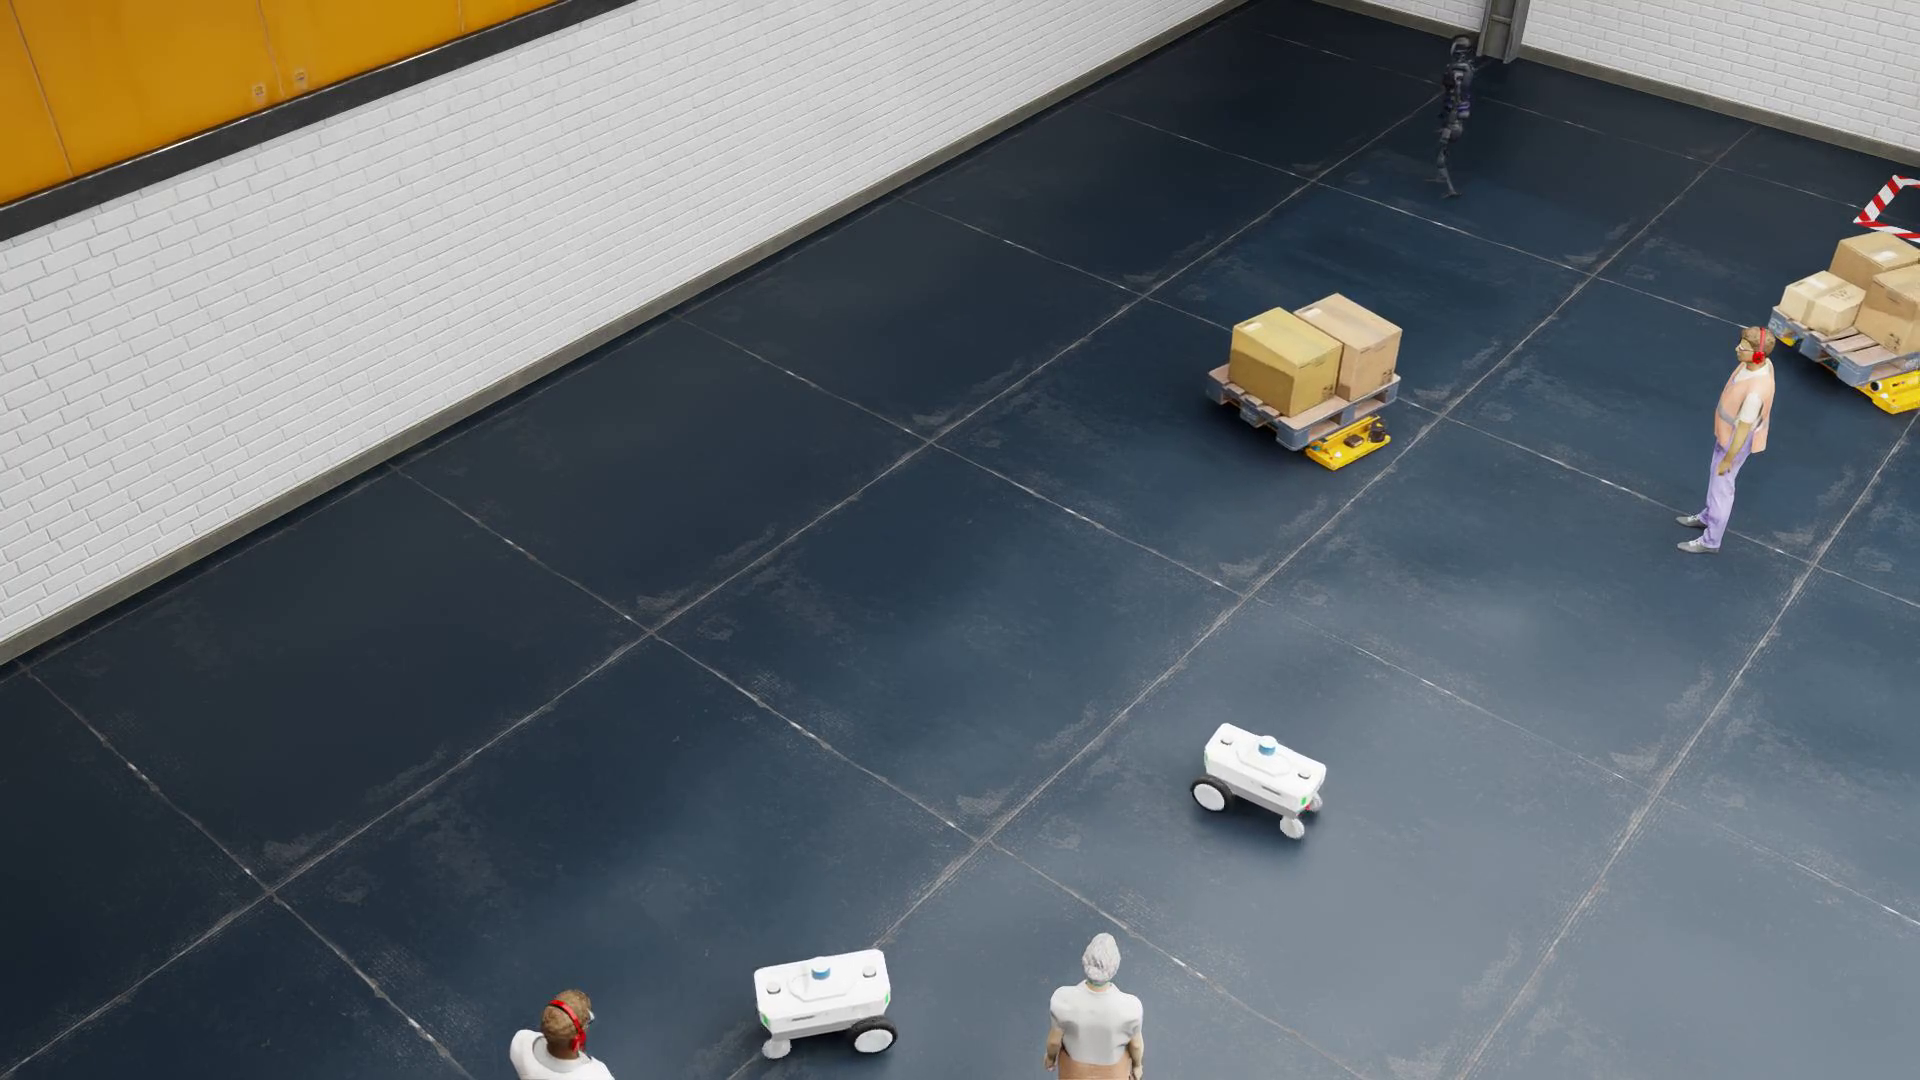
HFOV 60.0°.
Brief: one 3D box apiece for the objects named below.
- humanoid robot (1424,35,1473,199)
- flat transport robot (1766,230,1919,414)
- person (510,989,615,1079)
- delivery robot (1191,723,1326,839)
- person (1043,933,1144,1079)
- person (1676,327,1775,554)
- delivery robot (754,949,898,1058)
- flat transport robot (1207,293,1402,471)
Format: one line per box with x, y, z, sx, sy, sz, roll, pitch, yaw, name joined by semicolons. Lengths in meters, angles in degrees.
4.854;-4.169;16.341;0.379;1.632;0.599;6;39;8;humanoid robot
7.703;-1.582;14.250;0.659;0.231;1.431;-14;41;-17;flat transport robot
-1.739;2.732;7.653;0.564;1.832;0.410;20;43;23;person
1.855;1.441;10.258;0.768;0.581;0.499;22;44;25;delivery robot
0.642;2.500;8.004;0.481;1.748;0.320;5;39;6;person
5.554;-0.713;11.927;0.391;1.836;0.559;12;40;14;person
-0.730;2.468;8.981;0.769;0.577;0.499;-7;39;-9;delivery robot
2.772;-1.076;13.623;0.659;0.231;1.431;-25;45;-28;flat transport robot
